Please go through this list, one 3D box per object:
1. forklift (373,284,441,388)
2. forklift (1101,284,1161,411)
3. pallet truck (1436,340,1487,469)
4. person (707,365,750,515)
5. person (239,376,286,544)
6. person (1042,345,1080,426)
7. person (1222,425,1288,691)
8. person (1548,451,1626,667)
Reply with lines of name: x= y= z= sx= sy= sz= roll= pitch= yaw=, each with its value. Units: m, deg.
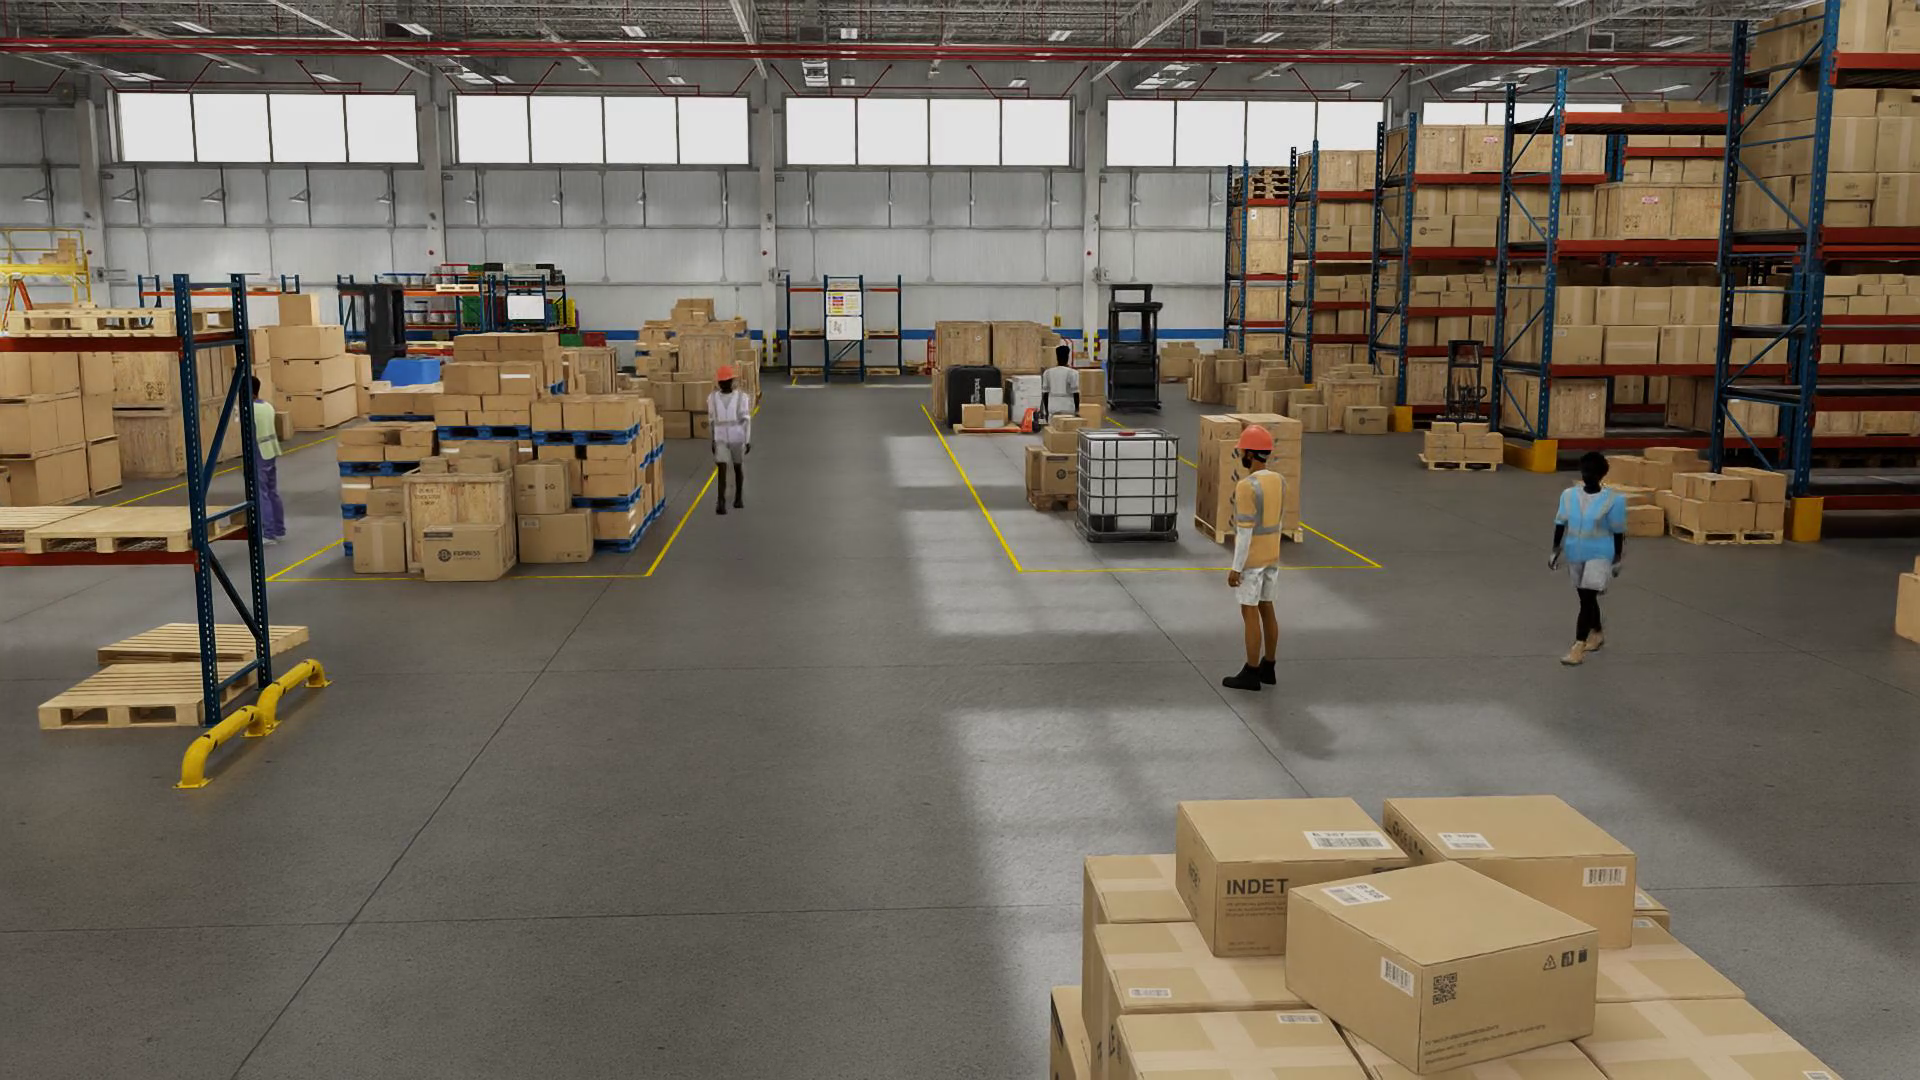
forklift: x=-13.140 y=-4.539 z=38.528 sx=1.873 sy=2.768 sz=1.129 roll=1 pitch=9 yaw=9
forklift: x=3.807 y=-4.347 z=37.327 sx=1.129 sy=2.768 sz=1.873 roll=-1 pitch=9 yaw=-4
pallet truck: x=8.004 y=-2.170 z=26.422 sx=0.823 sy=1.965 sz=1.885 roll=2 pitch=9 yaw=14
person: x=-2.950 y=-1.296 z=21.292 sx=0.566 sy=1.895 sz=0.989 roll=0 pitch=9 yaw=1
person: x=-7.893 y=-0.904 z=18.790 sx=0.408 sy=1.905 sz=0.605 roll=0 pitch=9 yaw=3
person: x=1.556 y=-1.989 z=25.377 sx=0.600 sy=1.967 sz=0.367 roll=4 pitch=10 yaw=25
person: x=2.145 y=0.131 z=12.158 sx=0.359 sy=1.939 sz=0.542 roll=8 pitch=12 yaw=41
person: x=4.966 y=0.119 z=13.102 sx=0.870 sy=1.657 sz=0.528 roll=-8 pitch=12 yaw=-39
